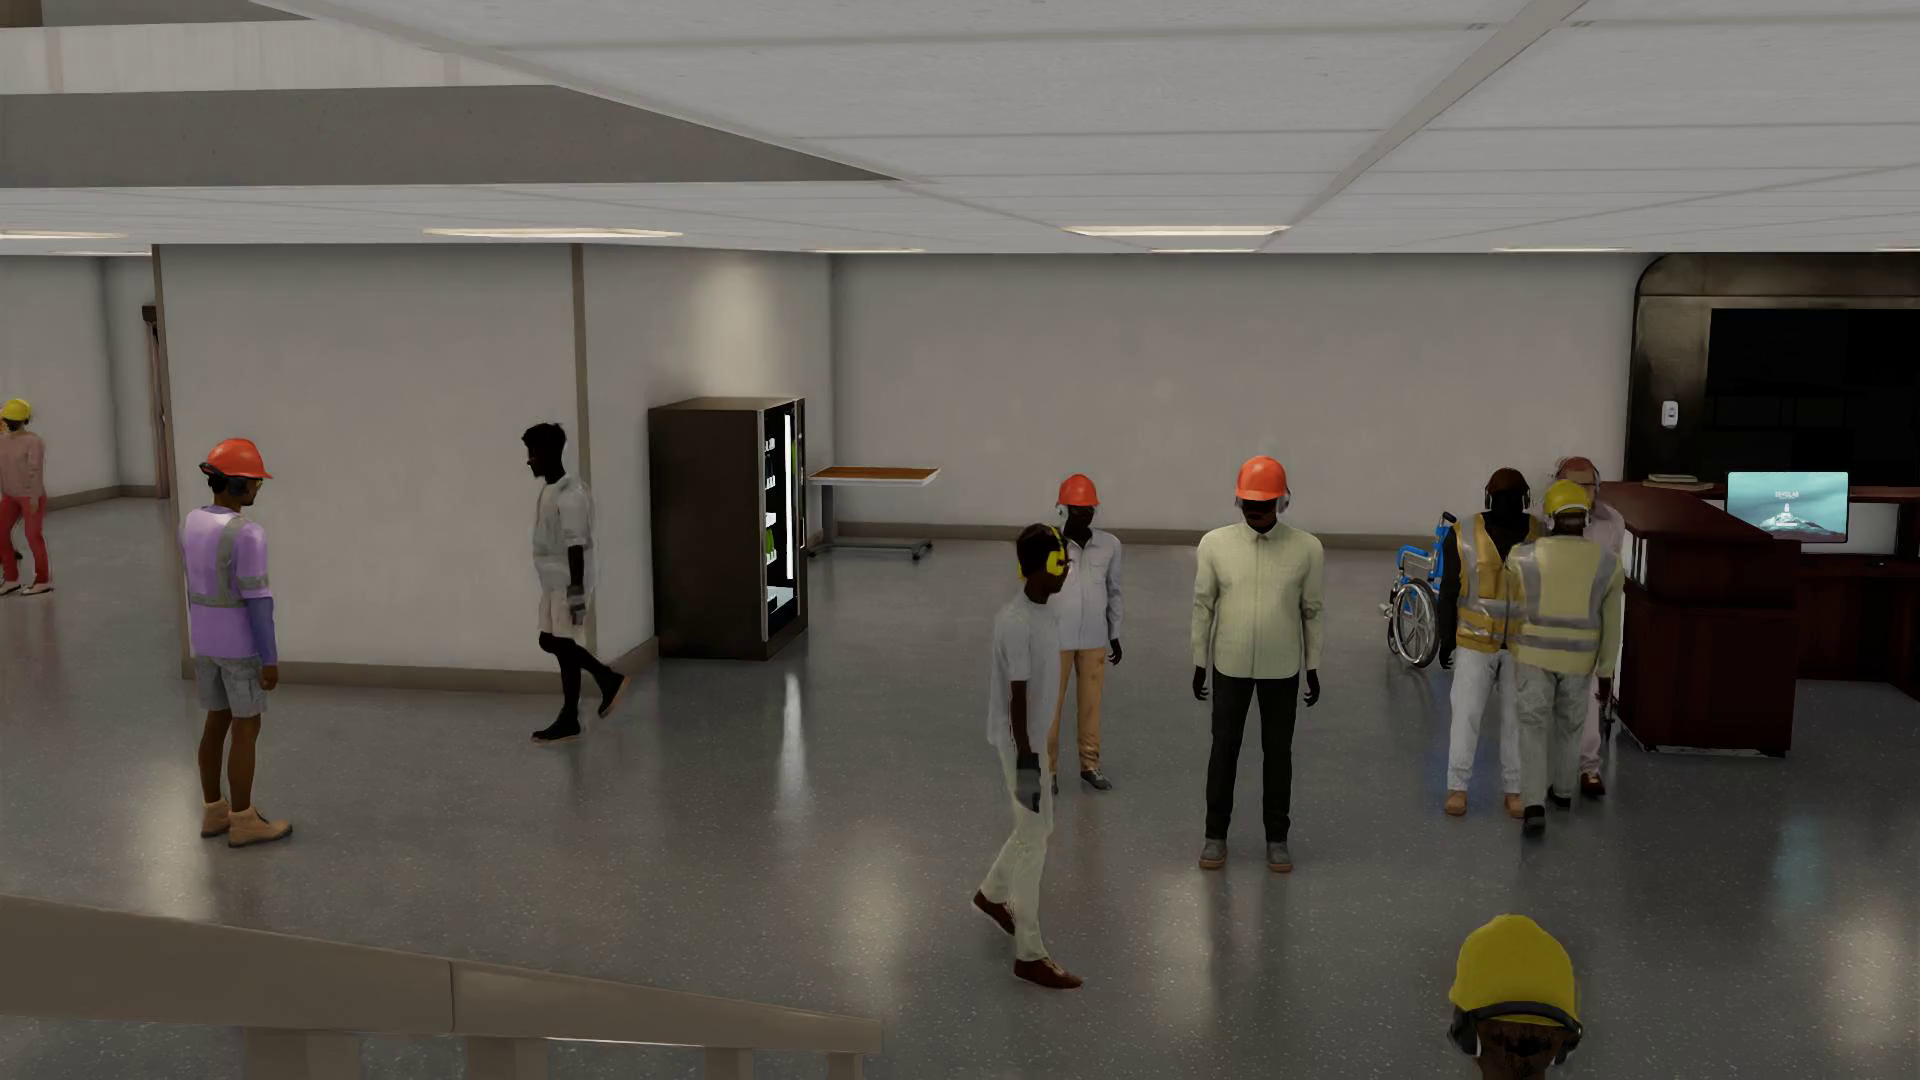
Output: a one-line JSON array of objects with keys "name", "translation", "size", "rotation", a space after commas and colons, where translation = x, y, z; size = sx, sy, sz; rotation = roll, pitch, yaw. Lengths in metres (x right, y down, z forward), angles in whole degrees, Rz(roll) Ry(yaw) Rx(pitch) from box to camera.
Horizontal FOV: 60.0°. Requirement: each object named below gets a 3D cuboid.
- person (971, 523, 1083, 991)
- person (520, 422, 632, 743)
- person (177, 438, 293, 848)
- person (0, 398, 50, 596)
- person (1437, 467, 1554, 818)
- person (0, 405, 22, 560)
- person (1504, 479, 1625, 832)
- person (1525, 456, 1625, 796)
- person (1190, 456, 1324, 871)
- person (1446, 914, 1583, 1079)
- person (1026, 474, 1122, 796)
[{"name": "person", "translation": [0.247, 0.844, 6.775], "size": [0.612, 1.844, 0.648], "rotation": [3, 10, 20]}, {"name": "person", "translation": [-2.338, 0.250, 10.132], "size": [0.600, 1.942, 0.698], "rotation": [-5, 11, -30]}, {"name": "person", "translation": [-3.581, 0.508, 8.259], "size": [0.610, 2.031, 0.417], "rotation": [6, 11, 33]}, {"name": "person", "translation": [-8.246, -0.360, 14.478], "size": [0.547, 1.733, 0.536], "rotation": [3, 10, 19]}, {"name": "person", "translation": [2.806, 0.536, 8.655], "size": [0.634, 1.841, 0.429], "rotation": [2, 9, 10]}, {"name": "person", "translation": [-9.417, -0.686, 16.023], "size": [0.538, 1.906, 0.706], "rotation": [-1, 9, -7]}, {"name": "person", "translation": [3.036, 0.593, 8.476], "size": [0.598, 1.798, 0.844], "rotation": [2, 9, 13]}, {"name": "person", "translation": [3.361, 0.438, 9.261], "size": [0.659, 1.848, 1.054], "rotation": [0, 9, 1]}, {"name": "person", "translation": [1.402, 0.587, 7.867], "size": [0.621, 1.990, 0.396], "rotation": [1, 9, 8]}, {"name": "person", "translation": [0.919, 1.505, 2.944], "size": [0.558, 1.747, 0.422], "rotation": [-1, 9, -4]}, {"name": "person", "translation": [0.628, 0.511, 9.062], "size": [0.566, 1.755, 0.321], "rotation": [-3, 10, -17]}]
